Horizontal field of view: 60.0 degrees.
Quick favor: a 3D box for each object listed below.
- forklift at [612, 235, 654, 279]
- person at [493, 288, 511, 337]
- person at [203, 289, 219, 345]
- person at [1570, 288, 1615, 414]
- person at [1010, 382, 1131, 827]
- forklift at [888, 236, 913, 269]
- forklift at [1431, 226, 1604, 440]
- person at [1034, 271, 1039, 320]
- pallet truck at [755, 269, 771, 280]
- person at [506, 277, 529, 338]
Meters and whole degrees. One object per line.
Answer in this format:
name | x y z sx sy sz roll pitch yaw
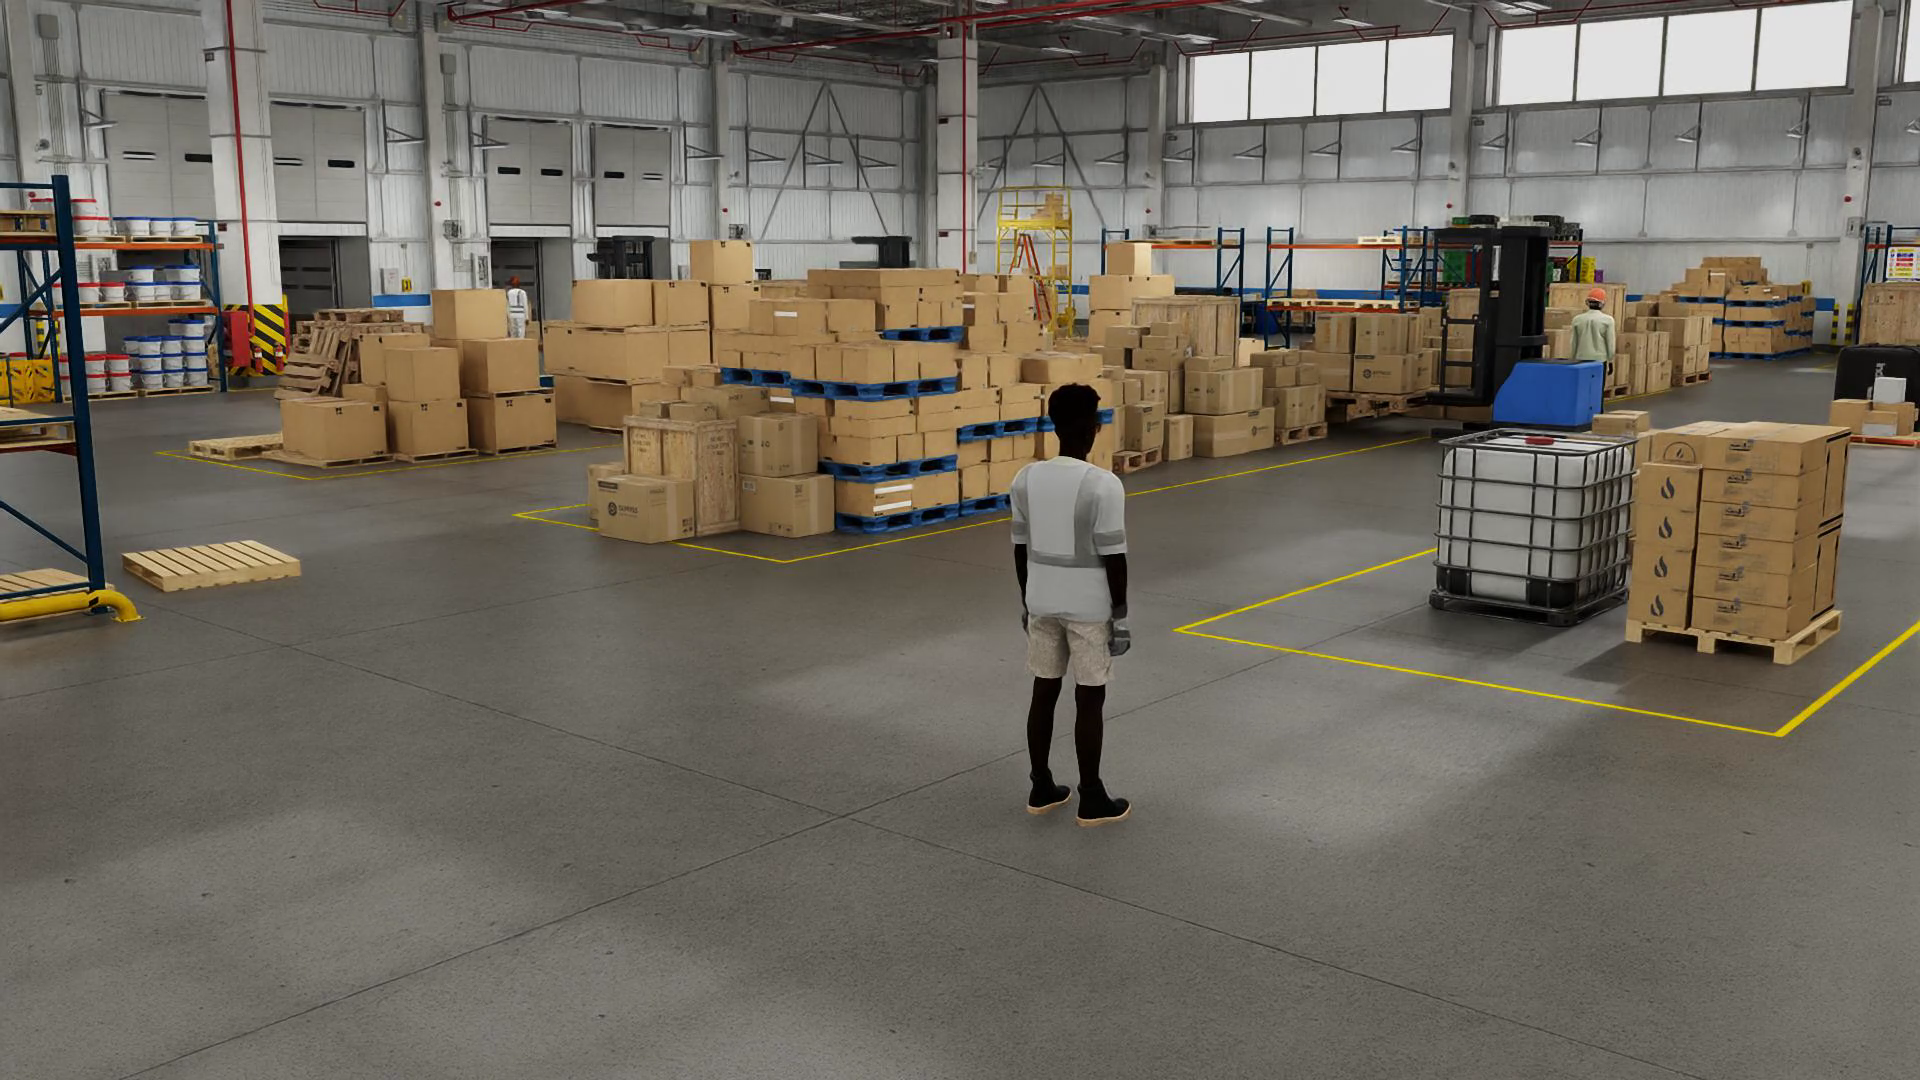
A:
forklift | -7.300 -5.450 37.421 1.873 2.768 1.129 8 13 40
person | -7.125 -2.913 25.658 0.631 1.940 0.372 8 13 39
person | -17.121 -4.933 38.071 0.528 1.620 0.510 7 12 34
person | 8.778 -2.488 23.081 0.612 1.995 0.379 8 13 39
person | 0.501 0.285 7.368 0.606 1.966 0.367 8 13 39
forklift | -1.412 -5.782 39.313 1.873 2.768 1.129 2 10 13
forklift | 7.339 -2.688 21.696 1.873 2.768 1.129 8 13 40
person | 2.094 -6.917 48.475 0.550 1.935 0.375 8 13 39
pallet truck | -4.996 -6.432 45.525 1.885 1.965 0.823 -6 12 -32
person | -10.396 -5.193 38.901 0.625 1.859 0.419 3 10 17
